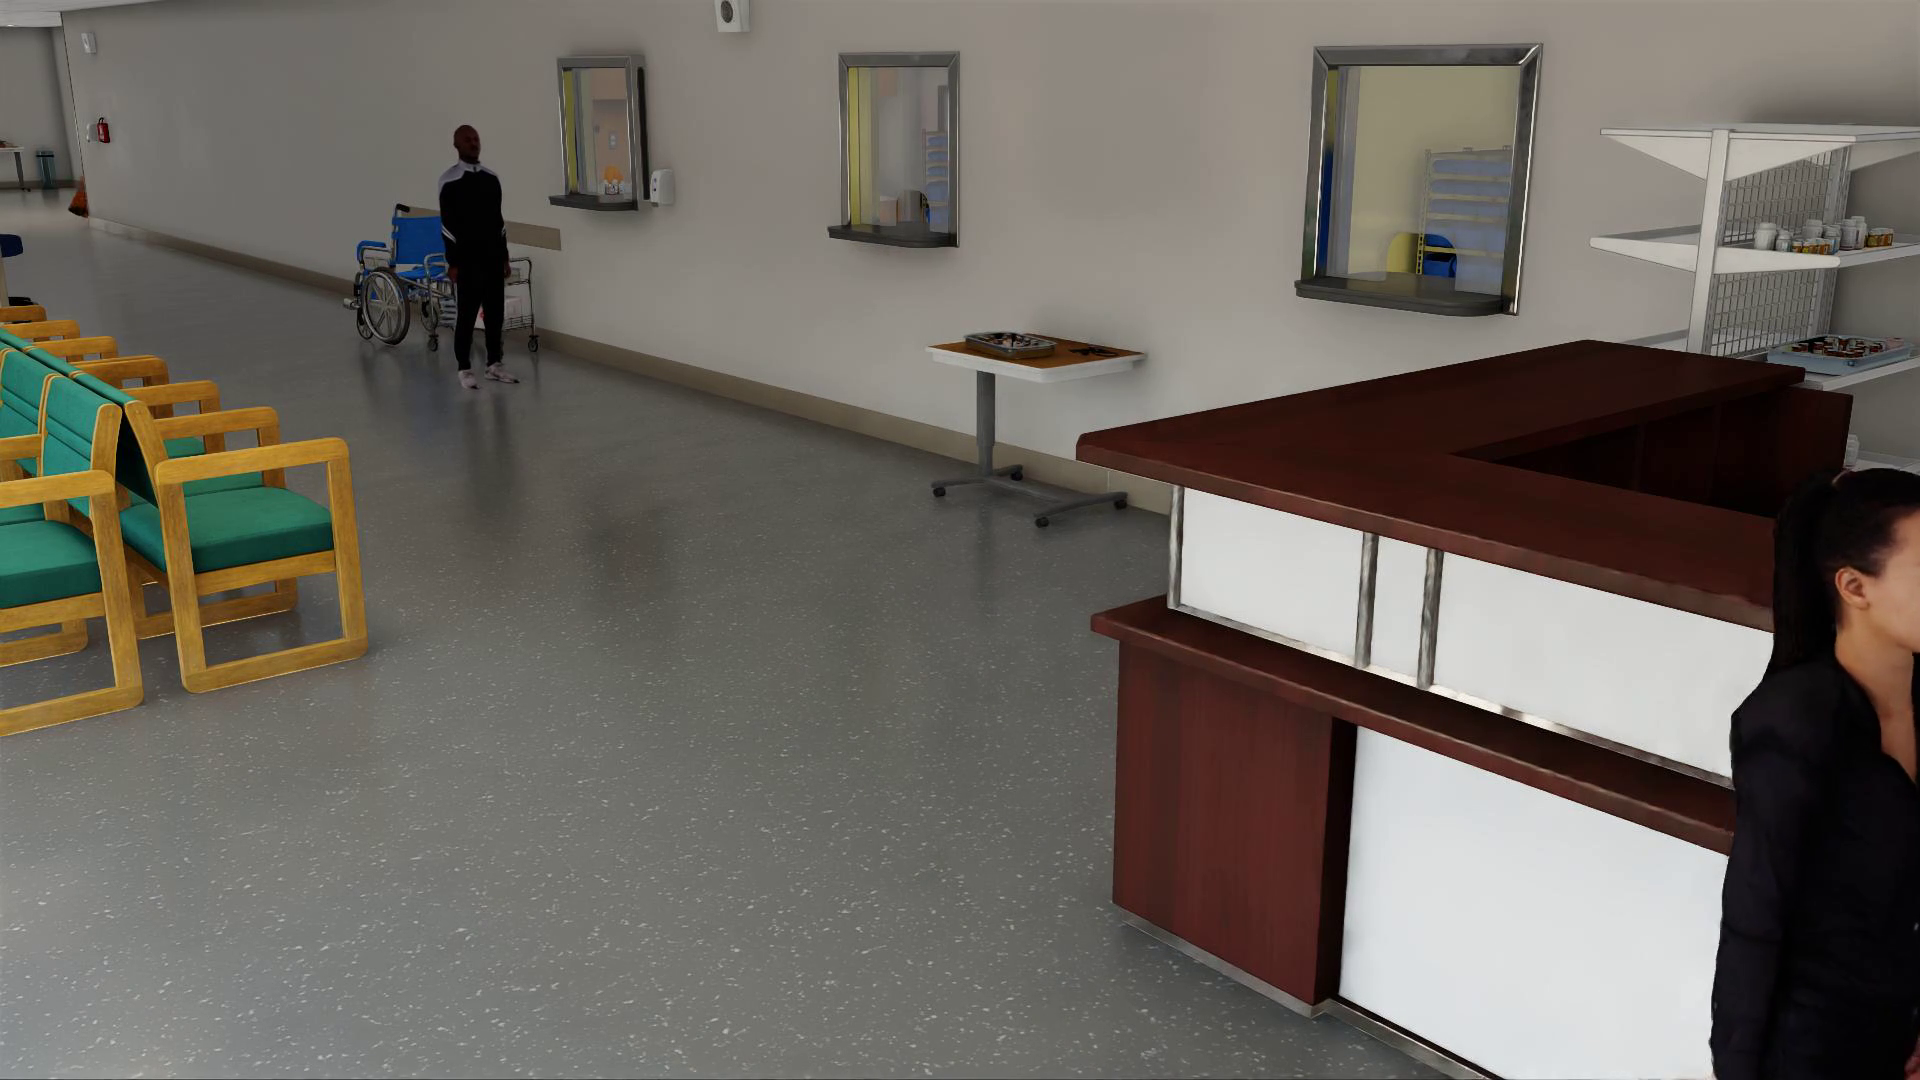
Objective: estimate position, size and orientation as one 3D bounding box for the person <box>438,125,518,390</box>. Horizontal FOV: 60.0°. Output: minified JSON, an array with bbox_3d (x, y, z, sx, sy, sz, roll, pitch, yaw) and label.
[{"bbox_3d":[-3.451,-2.029,11.854,0.747,1.828,0.514,14,21,41],"label":"person"}]

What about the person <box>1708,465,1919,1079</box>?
[{"bbox_3d":[1.145,0.719,2.372,0.873,1.684,0.625,-12,20,-36],"label":"person"}]
